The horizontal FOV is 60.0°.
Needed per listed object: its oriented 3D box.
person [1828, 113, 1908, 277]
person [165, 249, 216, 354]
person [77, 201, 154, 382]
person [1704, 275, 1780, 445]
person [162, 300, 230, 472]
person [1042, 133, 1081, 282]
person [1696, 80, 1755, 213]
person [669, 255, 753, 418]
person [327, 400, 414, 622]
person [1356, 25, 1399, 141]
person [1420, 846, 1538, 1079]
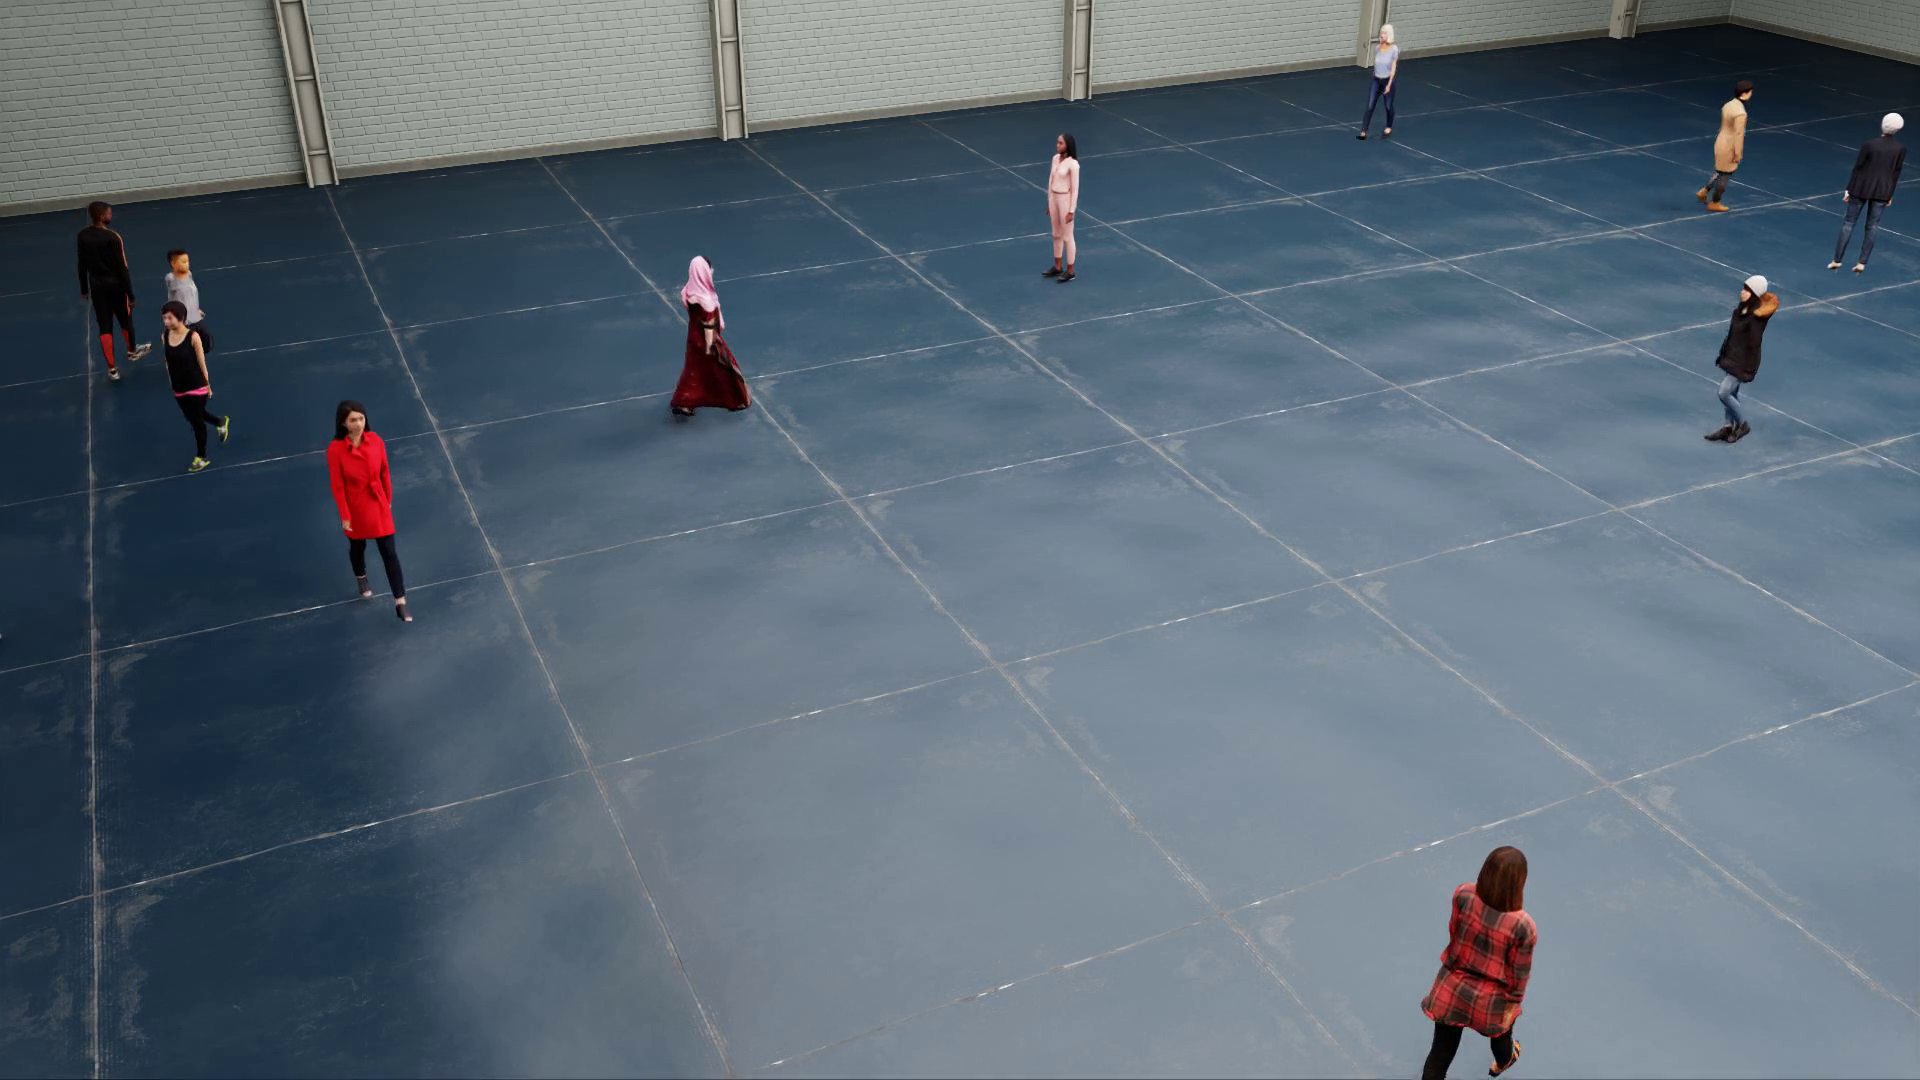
[{"bbox_3d":[9.739,-3.732,17.862,0.820,1.782,0.789,10,30,18],"label":"person"},{"bbox_3d":[-7.795,-2.269,16.641,0.824,1.436,0.762,15,32,27],"label":"person"},{"bbox_3d":[-8.550,-2.466,16.664,1.183,1.762,1.121,-2,28,-3],"label":"person"},{"bbox_3d":[7.237,-1.645,15.266,0.786,1.628,0.752,3,28,5],"label":"person"},{"bbox_3d":[-6.876,-1.431,14.964,0.927,1.533,0.956,7,29,13],"label":"person"},{"bbox_3d":[1.206,-3.884,19.371,0.597,1.722,0.652,-19,33,-31],"label":"person"},{"bbox_3d":[9.962,-5.142,21.743,0.898,1.712,0.824,0,28,0],"label":"person"},{"bbox_3d":[-2.484,-1.889,15.752,1.058,1.601,0.690,-16,32,-27],"label":"person"},{"bbox_3d":[-4.529,-0.235,12.536,1.020,1.705,0.795,-19,34,-32],"label":"person"},{"bbox_3d":[6.416,-6.849,24.997,0.914,1.666,1.209,21,34,34],"label":"person"},{"bbox_3d":[2.434,2.216,7.986,0.904,1.655,1.157,22,35,35],"label":"person"}]
